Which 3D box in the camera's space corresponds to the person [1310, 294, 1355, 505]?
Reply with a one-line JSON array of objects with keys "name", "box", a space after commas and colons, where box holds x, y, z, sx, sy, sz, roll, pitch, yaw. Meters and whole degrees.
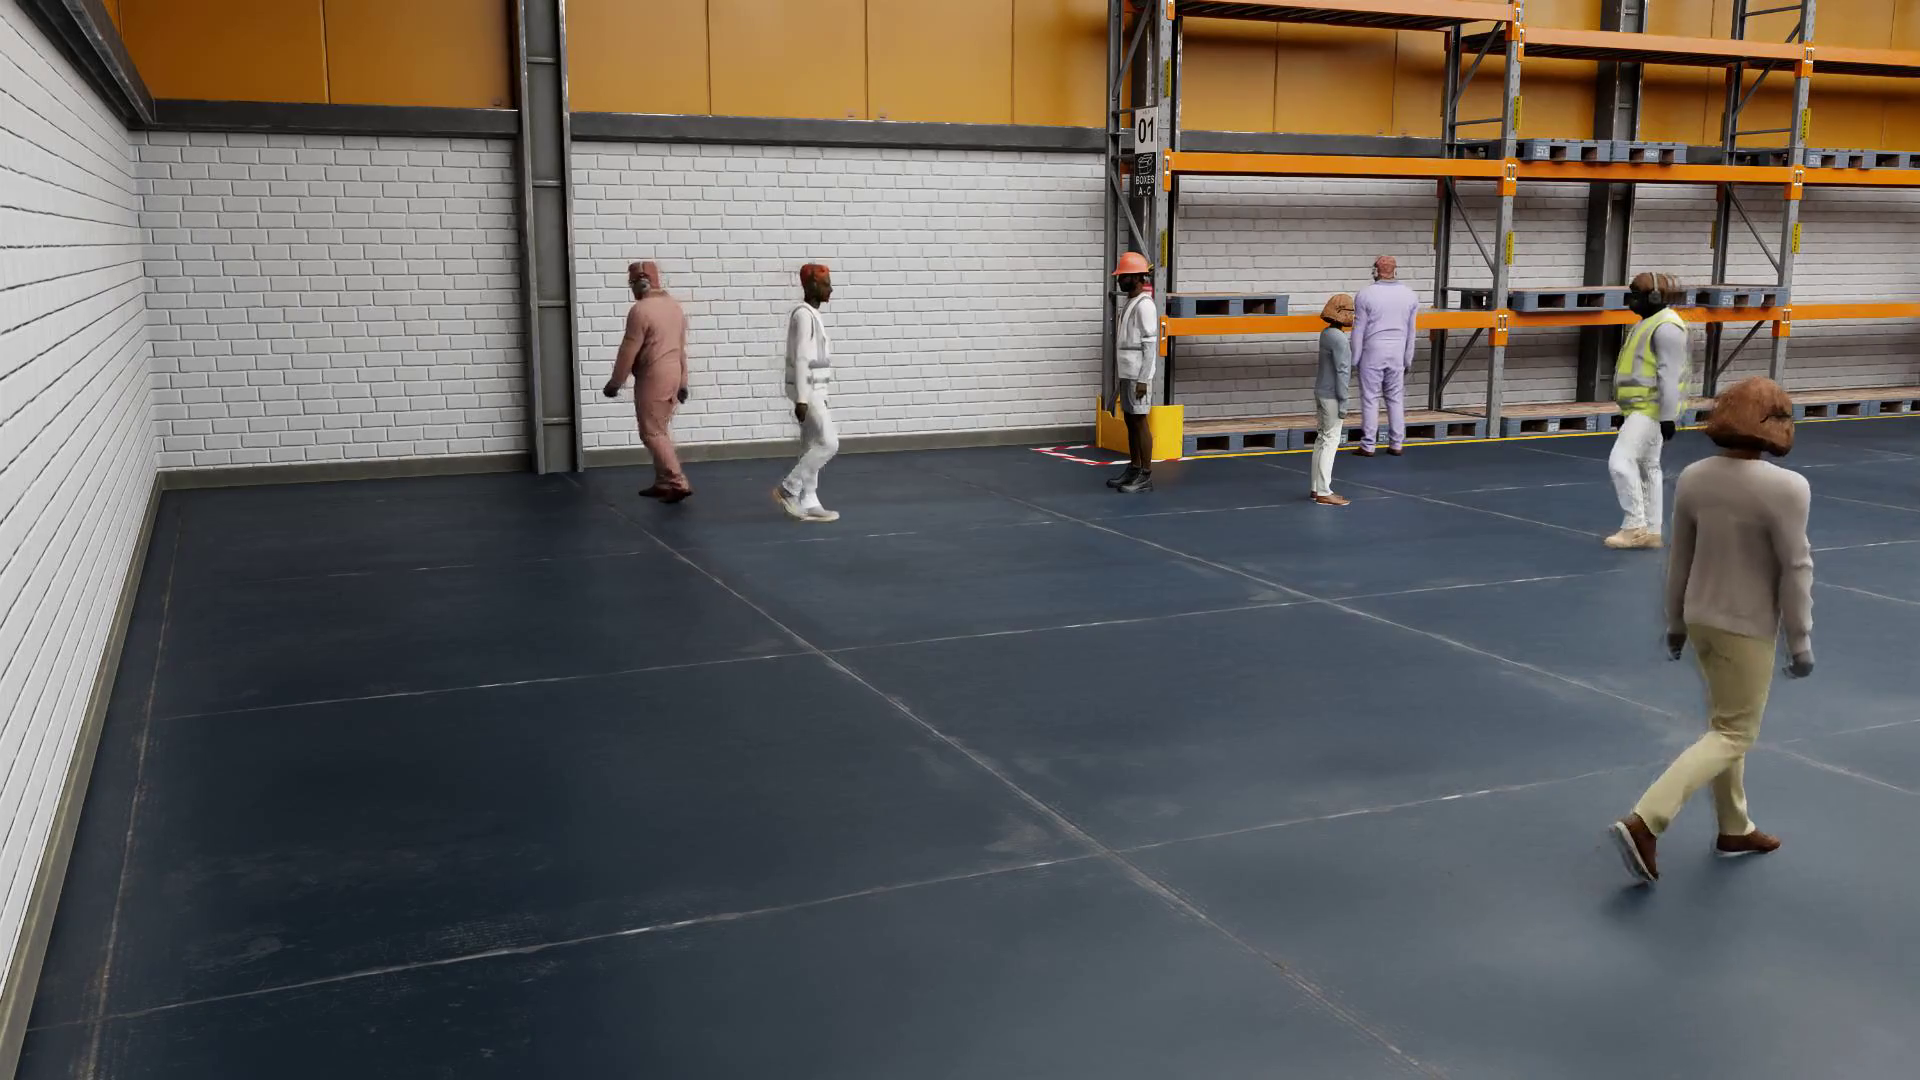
[{"name": "person", "box": [2.889, -1.085, 12.869, 0.280, 1.624, 0.494, -1, 10, -5]}]

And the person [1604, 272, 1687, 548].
[{"name": "person", "box": [4.443, -0.840, 10.937, 0.555, 1.825, 0.661, 2, 10, 9]}]

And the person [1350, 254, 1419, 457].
[{"name": "person", "box": [3.966, -1.732, 15.694, 0.661, 1.905, 0.402, -3, 11, -15]}]

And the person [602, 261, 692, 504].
[{"name": "person", "box": [-2.350, -1.208, 12.865, 0.644, 1.880, 0.662, 3, 11, 18]}]

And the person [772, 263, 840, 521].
[{"name": "person", "box": [-1.059, -1.046, 11.958, 0.422, 1.871, 0.612, 0, 10, -1]}]

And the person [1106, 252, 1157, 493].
[{"name": "person", "box": [1.390, -1.349, 13.464, 0.364, 1.935, 0.553, -2, 10, -10]}]

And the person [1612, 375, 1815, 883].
[{"name": "person", "box": [2.396, 0.282, 5.276, 0.740, 1.608, 0.497, -3, 11, -16]}]
